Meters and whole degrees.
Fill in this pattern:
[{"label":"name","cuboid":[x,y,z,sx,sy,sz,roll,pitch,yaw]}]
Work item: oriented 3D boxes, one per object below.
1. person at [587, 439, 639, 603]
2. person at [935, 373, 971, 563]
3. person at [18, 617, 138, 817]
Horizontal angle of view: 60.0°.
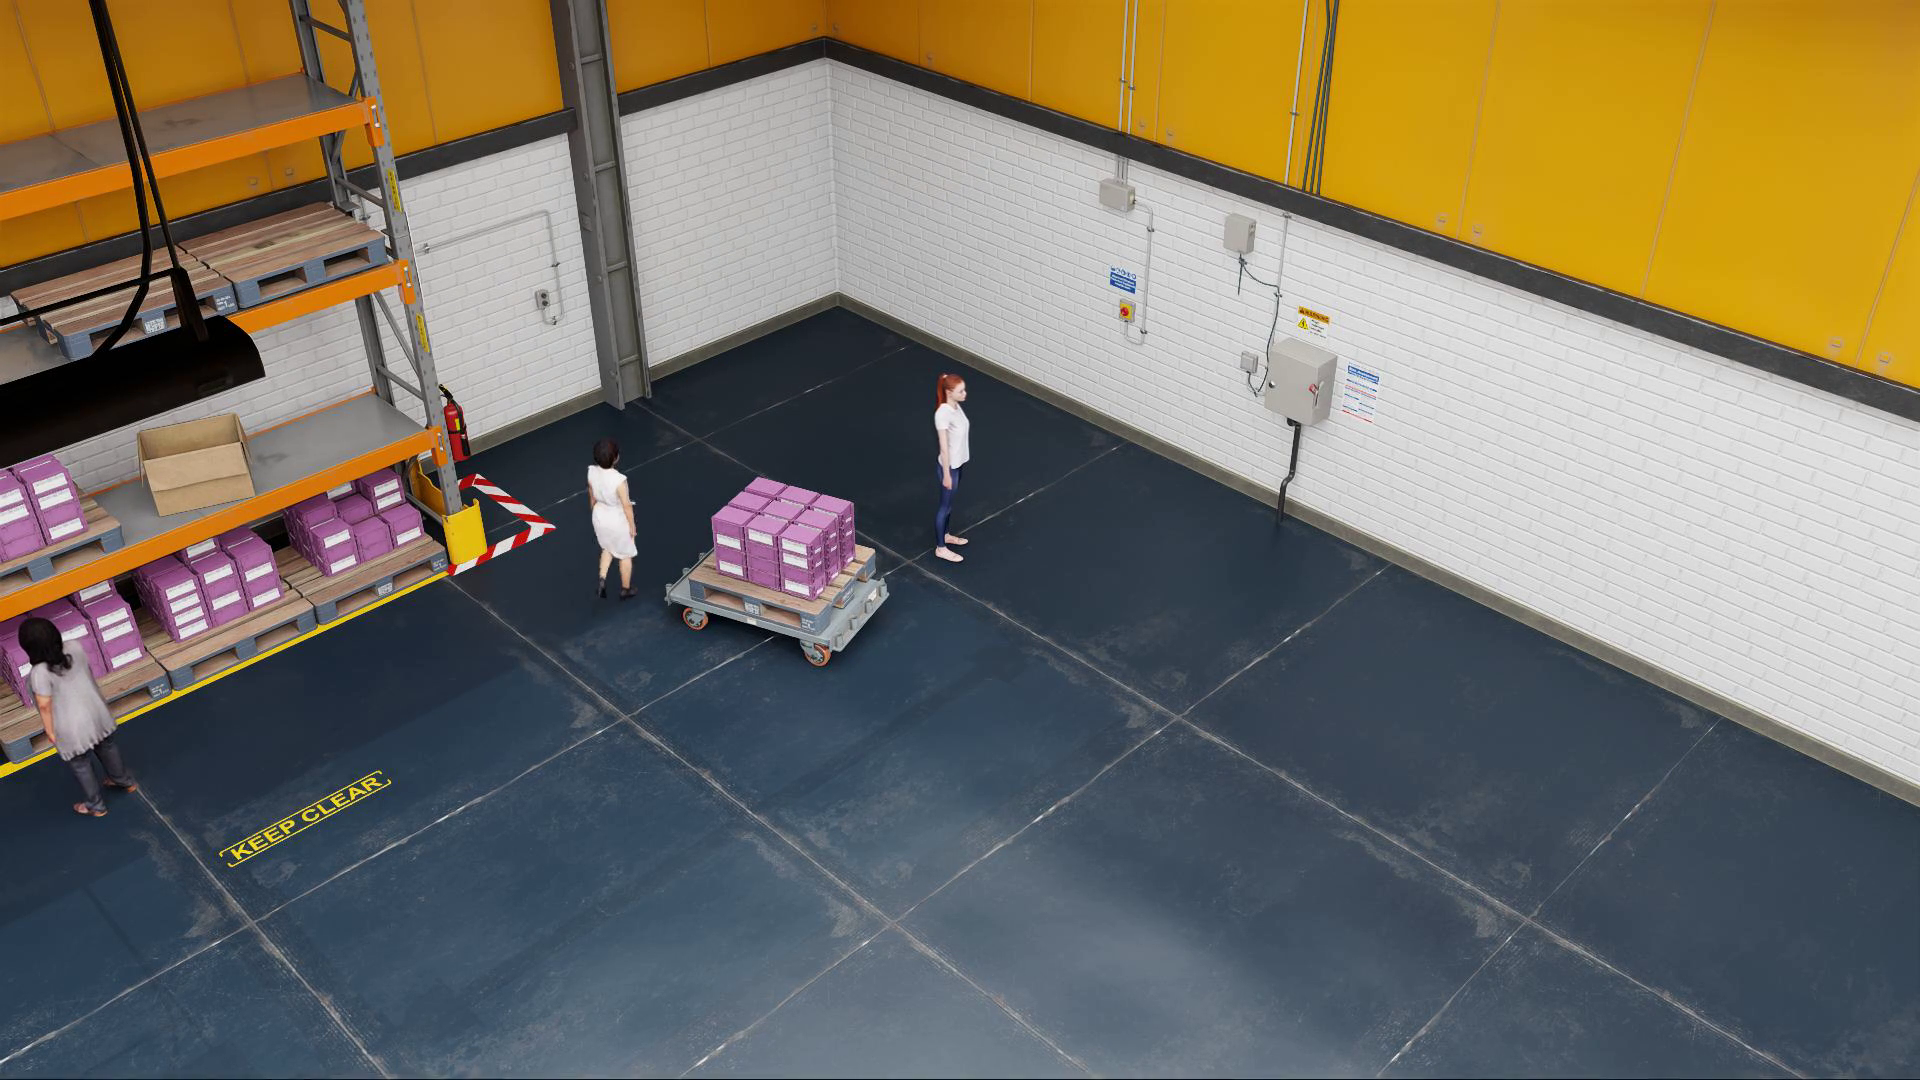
[{"label":"person","cuboid":[-2.874,-0.106,13.589,0.706,1.542,0.803,15,36,21]},{"label":"person","cuboid":[-0.093,-0.644,14.224,0.717,1.737,0.624,7,34,10]},{"label":"person","cuboid":[-6.150,1.203,11.563,0.820,1.606,0.735,10,35,14]}]
